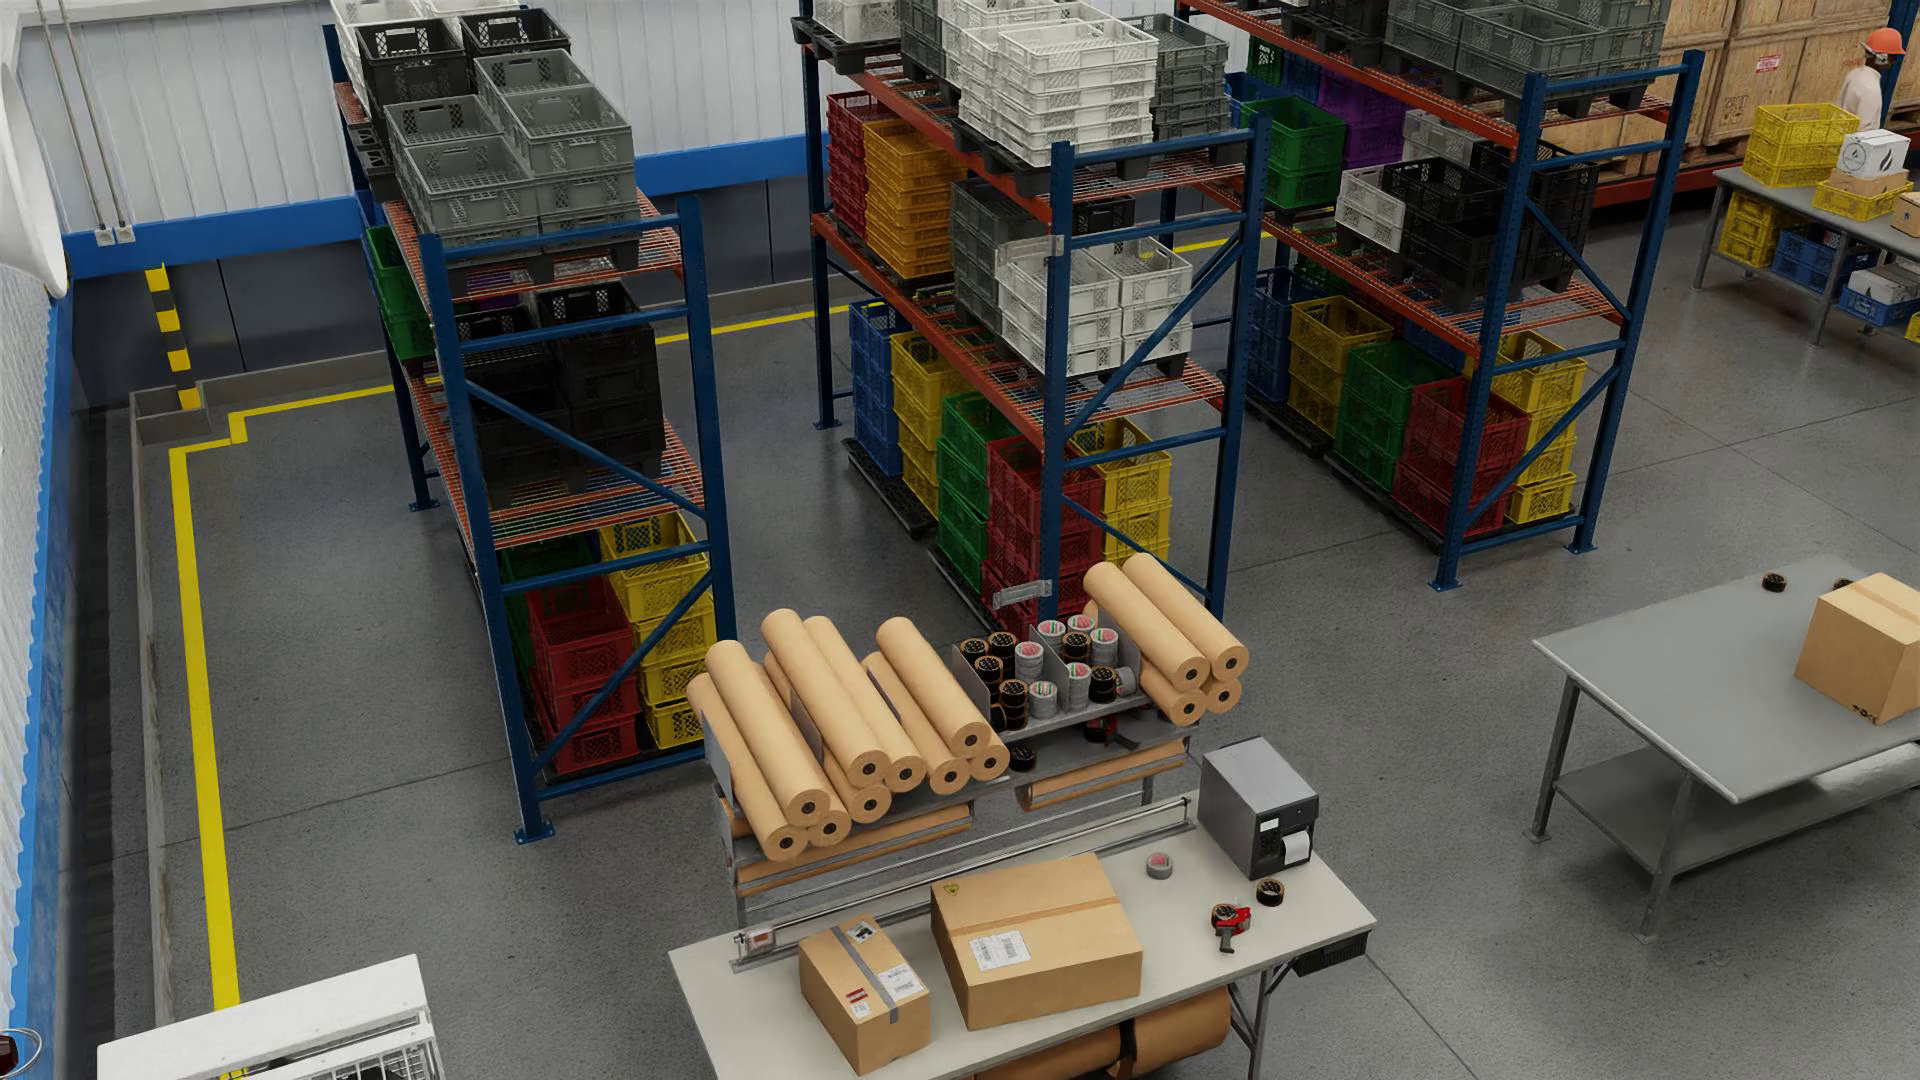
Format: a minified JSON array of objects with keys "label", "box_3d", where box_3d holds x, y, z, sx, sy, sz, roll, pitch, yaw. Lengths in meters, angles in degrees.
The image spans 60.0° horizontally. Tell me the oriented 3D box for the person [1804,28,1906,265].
[{"label":"person","box_3d":[7.157,-3.108,13.382,0.401,1.991,0.610,8,32,12]}]
